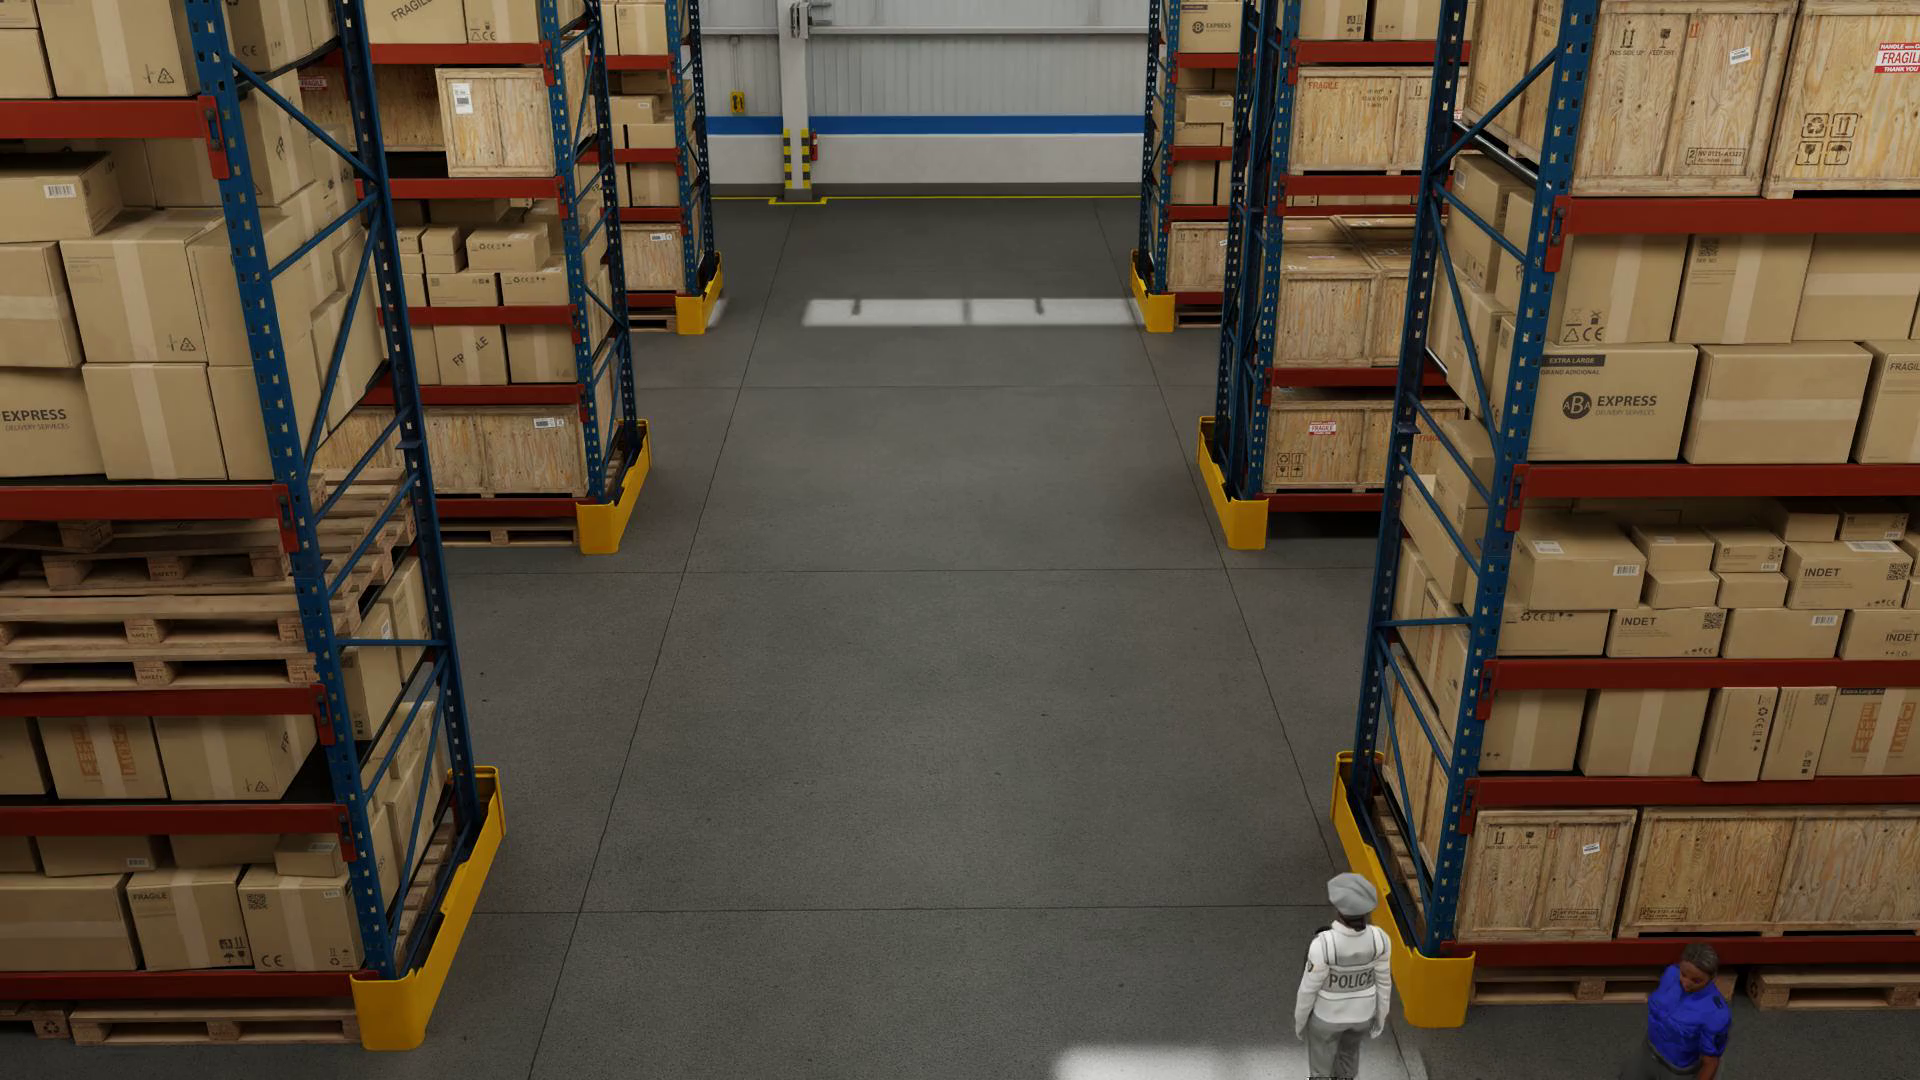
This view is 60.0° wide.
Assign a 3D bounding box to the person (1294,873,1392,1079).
[{"bbox_3d":[1.969,2.434,8.771,0.500,1.682,0.692,-4,25,-9],"label":"person"}]

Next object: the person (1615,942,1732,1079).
[{"bbox_3d":[3.545,2.654,8.284,0.453,1.658,0.495,-8,26,-16],"label":"person"}]
